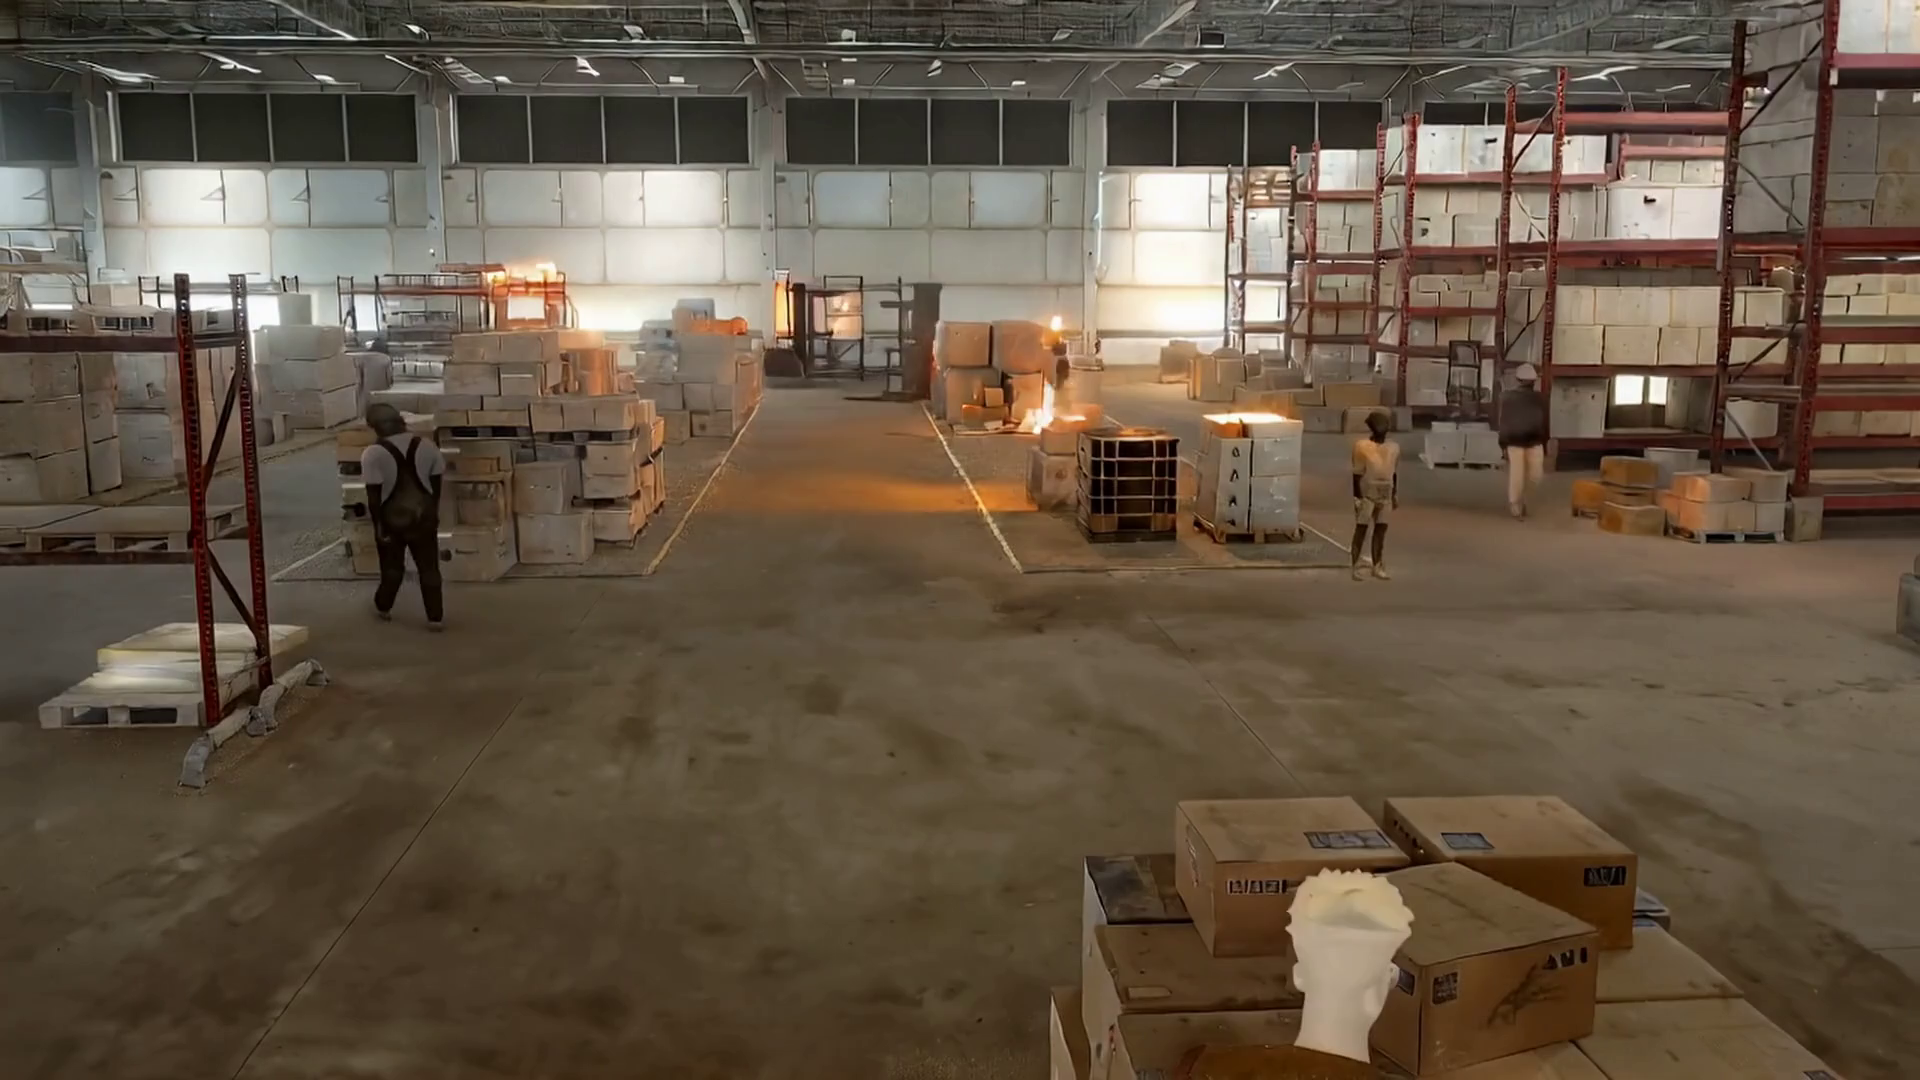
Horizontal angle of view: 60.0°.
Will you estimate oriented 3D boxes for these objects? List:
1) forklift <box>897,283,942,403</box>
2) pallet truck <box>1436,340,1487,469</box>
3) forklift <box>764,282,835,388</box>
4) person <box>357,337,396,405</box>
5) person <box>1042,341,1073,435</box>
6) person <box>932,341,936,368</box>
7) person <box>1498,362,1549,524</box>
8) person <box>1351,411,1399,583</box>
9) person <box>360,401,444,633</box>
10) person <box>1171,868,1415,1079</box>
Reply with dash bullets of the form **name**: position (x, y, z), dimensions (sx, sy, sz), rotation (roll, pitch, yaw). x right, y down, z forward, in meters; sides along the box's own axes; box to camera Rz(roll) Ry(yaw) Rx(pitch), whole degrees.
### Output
- **forklift**: position (-0.749, -4.691, 39.485), dimensions (1.873, 2.768, 1.129), rotation (-3, 10, -20)
- **pallet truck**: position (8.004, -2.170, 26.422), dimensions (0.823, 1.965, 1.885), rotation (2, 9, 14)
- **forklift**: position (-4.332, -5.522, 44.706), dimensions (1.873, 2.768, 1.129), rotation (-1, 9, -4)
- **person**: position (-10.435, -2.675, 29.851), dimensions (0.643, 1.908, 0.760), rotation (0, 9, 2)
- **person**: position (1.799, -2.794, 30.931), dimensions (0.765, 1.809, 0.654), rotation (1, 9, 4)
- **person**: position (-0.346, -3.902, 37.570), dimensions (0.548, 1.916, 0.796), rotation (5, 10, 27)
- **person**: position (6.856, -1.170, 20.196), dimensions (0.656, 1.976, 0.440), rotation (-1, 9, -6)
- **person**: position (4.087, -0.424, 16.394), dimensions (0.540, 1.695, 0.317), rotation (-3, 10, -21)
- **person**: position (-4.743, -0.237, 14.147), dimensions (0.756, 2.000, 1.066), rotation (-7, 11, -37)
- **person**: position (0.670, 1.568, 3.119), dimensions (0.612, 1.952, 0.389), rotation (4, 10, 25)
